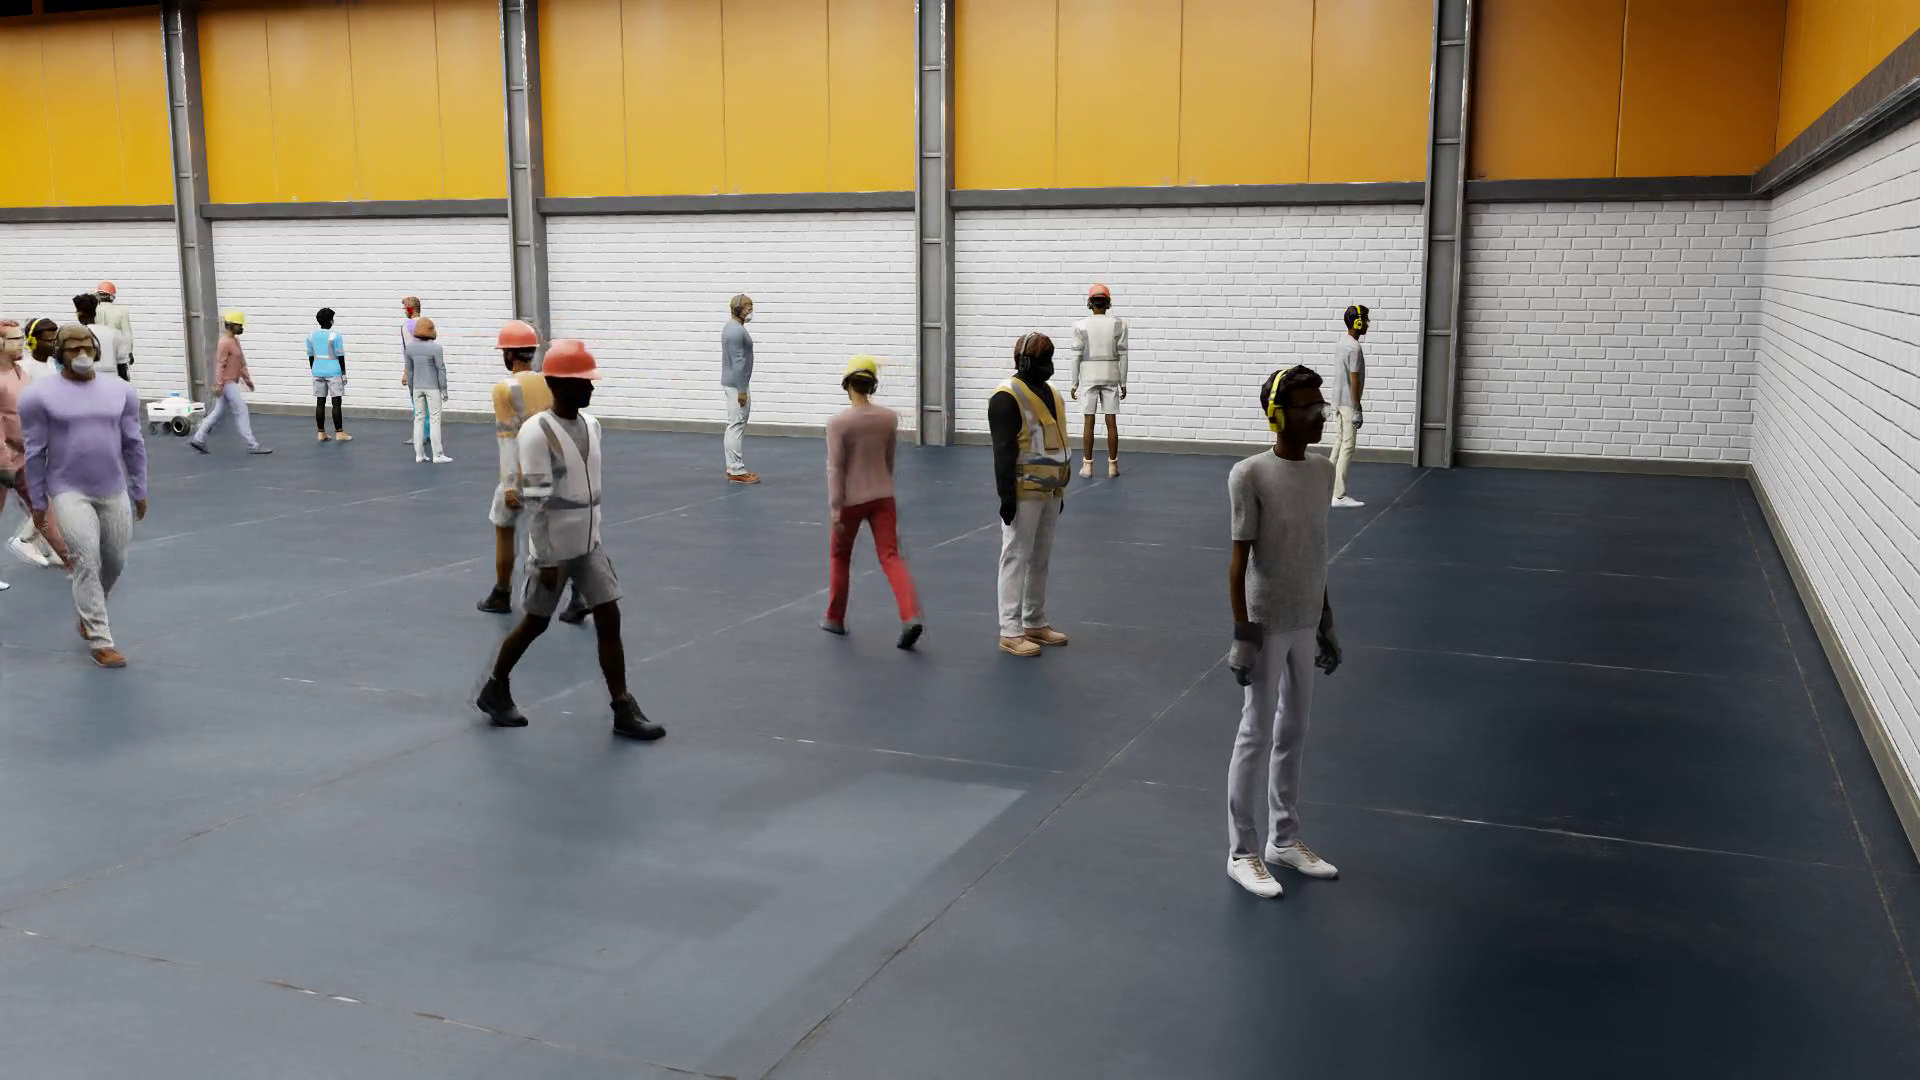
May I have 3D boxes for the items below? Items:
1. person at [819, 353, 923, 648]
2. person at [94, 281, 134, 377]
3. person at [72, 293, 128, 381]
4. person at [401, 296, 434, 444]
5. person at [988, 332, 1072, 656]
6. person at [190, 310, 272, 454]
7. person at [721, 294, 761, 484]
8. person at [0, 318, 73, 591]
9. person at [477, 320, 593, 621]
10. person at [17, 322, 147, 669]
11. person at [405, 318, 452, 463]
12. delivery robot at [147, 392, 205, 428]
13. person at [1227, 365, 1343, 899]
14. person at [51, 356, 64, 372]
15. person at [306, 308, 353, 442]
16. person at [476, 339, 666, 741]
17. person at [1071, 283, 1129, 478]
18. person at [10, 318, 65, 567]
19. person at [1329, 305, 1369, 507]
[{"bbox_3d":[-0.529,-0.237,9.761,0.514,1.716,0.910,-6,11,-33],"label":"person"},{"bbox_3d":[-12.177,-2.702,23.852,0.622,1.993,0.384,-1,9,-9],"label":"person"},{"bbox_3d":[-8.657,-1.484,16.598,0.463,1.948,0.635,6,11,32],"label":"person"},{"bbox_3d":[-6.728,-2.105,20.707,0.381,1.840,0.573,2,10,14],"label":"person"},{"bbox_3d":[0.423,-0.269,9.574,0.429,1.842,0.636,6,11,32],"label":"person"},{"bbox_3d":[-8.635,-1.846,19.520,0.896,1.714,0.564,-2,9,-9],"label":"person"},{"bbox_3d":[-2.260,-1.542,17.016,0.370,1.934,0.627,-2,10,-12],"label":"person"},{"bbox_3d":[-6.386,-0.570,11.325,0.997,1.855,0.674,-1,9,-5],"label":"person"},{"bbox_3d":[-2.658,-0.429,10.417,0.984,1.896,0.554,6,11,34],"label":"person"},{"bbox_3d":[-4.930,-0.270,9.374,0.634,1.917,0.819,-9,13,-44],"label":"person"},{"bbox_3d":[-6.003,-1.682,18.763,0.507,1.632,0.272,3,10,18],"label":"person"},{"bbox_3d":[-10.304,-1.702,21.861,0.707,0.478,0.477,3,10,16],"label":"delivery robot"},{"bbox_3d":[1.165,0.316,5.928,0.520,1.876,0.326,-7,12,-37],"label":"person"},{"bbox_3d":[-8.162,-1.072,15.148,0.527,1.612,0.771,-9,13,-43],"label":"person"},{"bbox_3d":[-7.962,-2.075,20.969,0.532,1.693,0.319,3,10,15],"label":"person"},{"bbox_3d":[-1.900,-0.005,7.850,1.013,1.893,0.557,5,10,26],"label":"person"},{"bbox_3d":[1.458,-1.665,17.457,0.604,2.034,0.386,0,9,0],"label":"person"},{"bbox_3d":[-6.679,-0.700,12.179,0.387,1.845,0.536,-2,10,-10],"label":"person"},{"bbox_3d":[3.593,-1.231,15.347,0.331,1.864,0.509,-1,9,-5],"label":"person"}]
